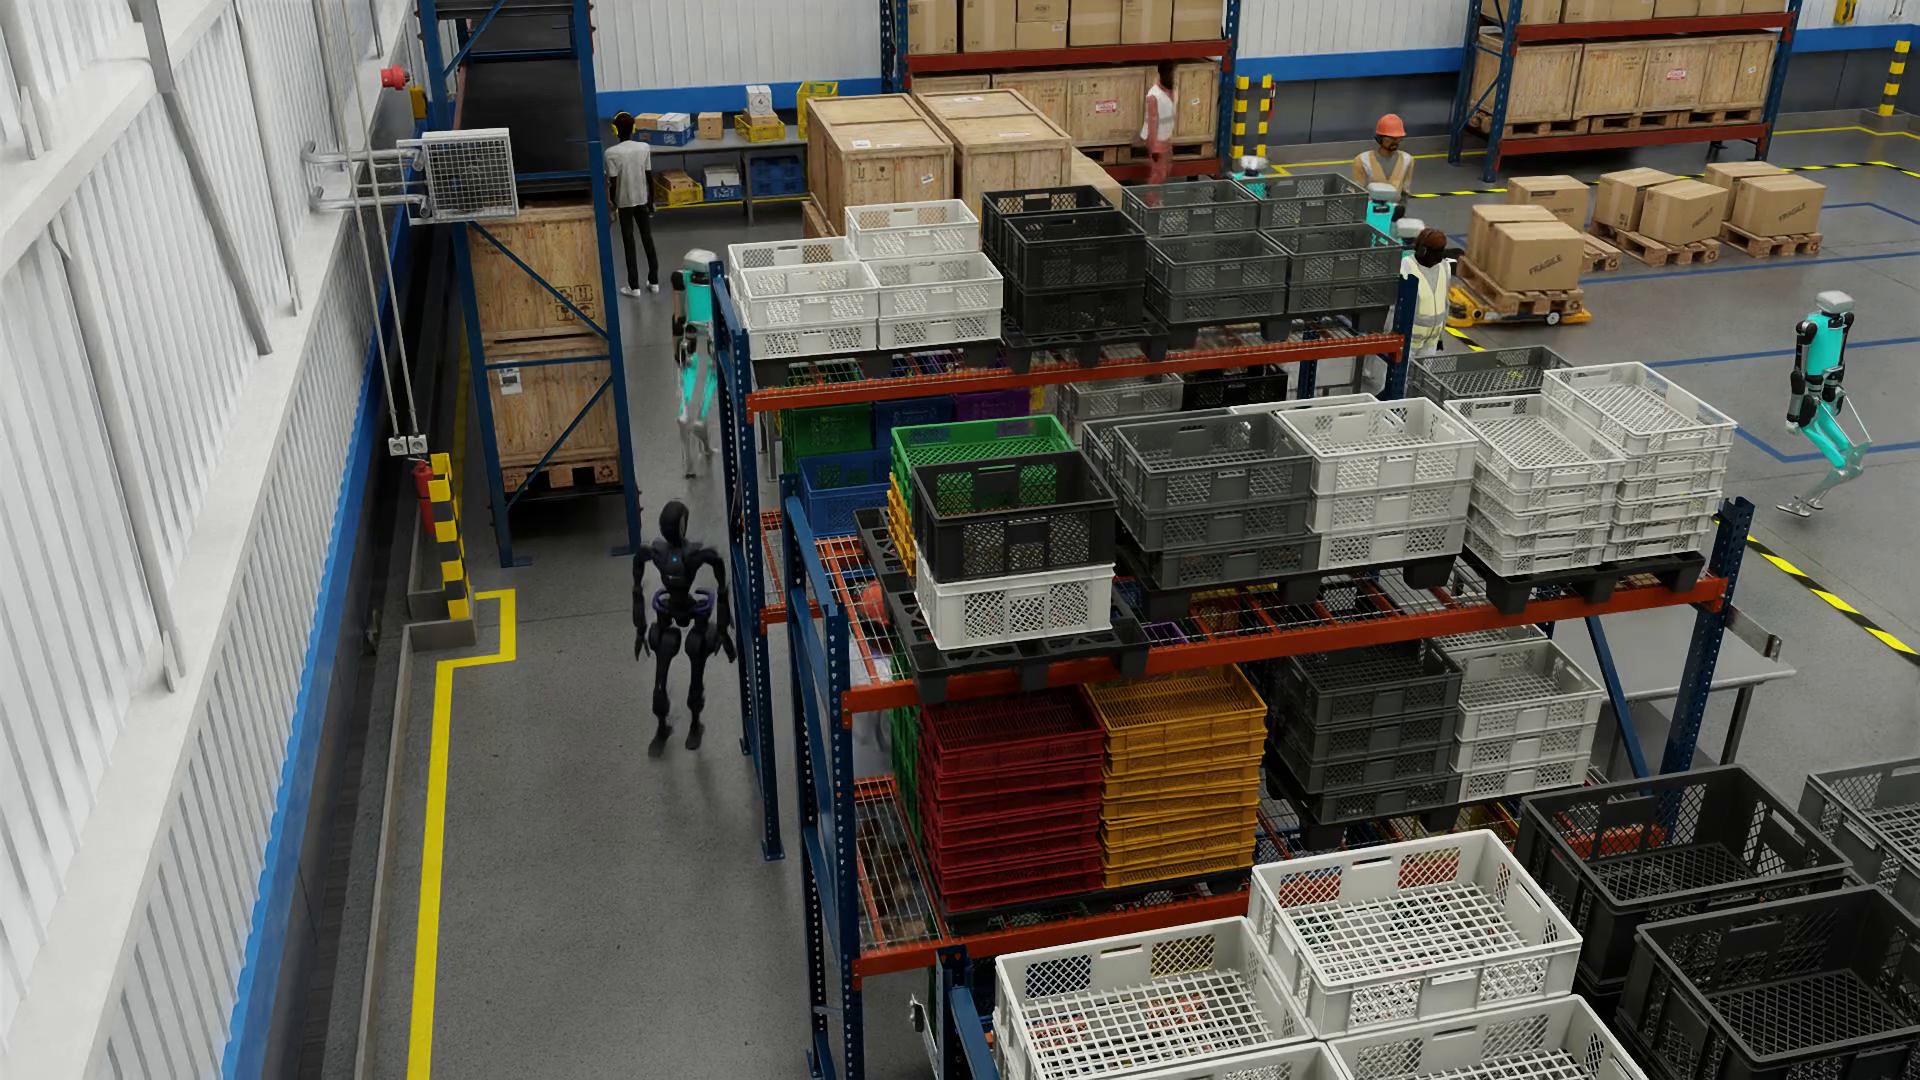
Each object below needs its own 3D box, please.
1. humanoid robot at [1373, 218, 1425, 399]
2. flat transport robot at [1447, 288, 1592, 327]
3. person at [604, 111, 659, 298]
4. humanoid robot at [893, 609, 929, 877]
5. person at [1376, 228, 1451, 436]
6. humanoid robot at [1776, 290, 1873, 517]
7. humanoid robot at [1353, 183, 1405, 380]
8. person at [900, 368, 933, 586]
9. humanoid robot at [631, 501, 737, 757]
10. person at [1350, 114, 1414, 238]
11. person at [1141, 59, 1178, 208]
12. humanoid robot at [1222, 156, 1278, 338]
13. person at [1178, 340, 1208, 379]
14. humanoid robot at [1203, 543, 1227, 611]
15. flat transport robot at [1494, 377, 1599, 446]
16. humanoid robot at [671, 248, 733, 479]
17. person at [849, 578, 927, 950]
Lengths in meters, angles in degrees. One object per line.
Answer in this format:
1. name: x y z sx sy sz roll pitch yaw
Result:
1. humanoid robot: 3.692 -1.671 13.725 0.547 1.845 0.794 0 28 -1
2. flat transport robot: 5.439 -2.338 16.453 1.431 0.197 0.652 -3 28 -5
3. person: -3.306 -3.368 16.719 0.509 1.871 0.328 -18 33 -31
4. humanoid robot: -0.204 1.020 8.597 0.391 1.654 0.589 -4 28 -8
5. person: 3.688 -1.638 13.482 0.629 1.835 0.429 -14 31 -24
6. humanoid robot: 6.380 -0.937 12.106 0.533 1.677 0.735 -15 31 -26
7. humanoid robot: 3.684 -2.231 14.688 0.559 1.756 0.873 -9 29 -16
8. person: -0.287 -0.353 11.113 0.380 1.751 0.532 -7 29 -13
9. humanoid robot: -1.598 0.501 9.598 0.606 1.642 0.370 0 28 0
10. person: 4.007 -3.052 15.933 0.607 2.048 0.365 -5 28 -10
11. person: 2.303 -4.590 19.038 0.386 1.867 0.767 14 31 24
12. humanoid robot: 2.764 -2.813 15.794 0.536 1.771 0.696 14 31 25
13. person: 1.580 -0.571 11.504 1.019 1.787 0.521 -5 28 -10
14. humanoid robot: 1.777 -0.118 10.832 0.808 1.631 0.594 -9 29 -16
15. flat transport robot: 4.780 -1.036 14.013 0.659 0.231 1.431 -6 28 -12
16. humanoid robot: -2.080 -1.295 13.021 0.558 1.852 0.806 7 29 13
17. person: -0.351 1.085 8.100 0.401 2.034 0.611 -13 31 -23
